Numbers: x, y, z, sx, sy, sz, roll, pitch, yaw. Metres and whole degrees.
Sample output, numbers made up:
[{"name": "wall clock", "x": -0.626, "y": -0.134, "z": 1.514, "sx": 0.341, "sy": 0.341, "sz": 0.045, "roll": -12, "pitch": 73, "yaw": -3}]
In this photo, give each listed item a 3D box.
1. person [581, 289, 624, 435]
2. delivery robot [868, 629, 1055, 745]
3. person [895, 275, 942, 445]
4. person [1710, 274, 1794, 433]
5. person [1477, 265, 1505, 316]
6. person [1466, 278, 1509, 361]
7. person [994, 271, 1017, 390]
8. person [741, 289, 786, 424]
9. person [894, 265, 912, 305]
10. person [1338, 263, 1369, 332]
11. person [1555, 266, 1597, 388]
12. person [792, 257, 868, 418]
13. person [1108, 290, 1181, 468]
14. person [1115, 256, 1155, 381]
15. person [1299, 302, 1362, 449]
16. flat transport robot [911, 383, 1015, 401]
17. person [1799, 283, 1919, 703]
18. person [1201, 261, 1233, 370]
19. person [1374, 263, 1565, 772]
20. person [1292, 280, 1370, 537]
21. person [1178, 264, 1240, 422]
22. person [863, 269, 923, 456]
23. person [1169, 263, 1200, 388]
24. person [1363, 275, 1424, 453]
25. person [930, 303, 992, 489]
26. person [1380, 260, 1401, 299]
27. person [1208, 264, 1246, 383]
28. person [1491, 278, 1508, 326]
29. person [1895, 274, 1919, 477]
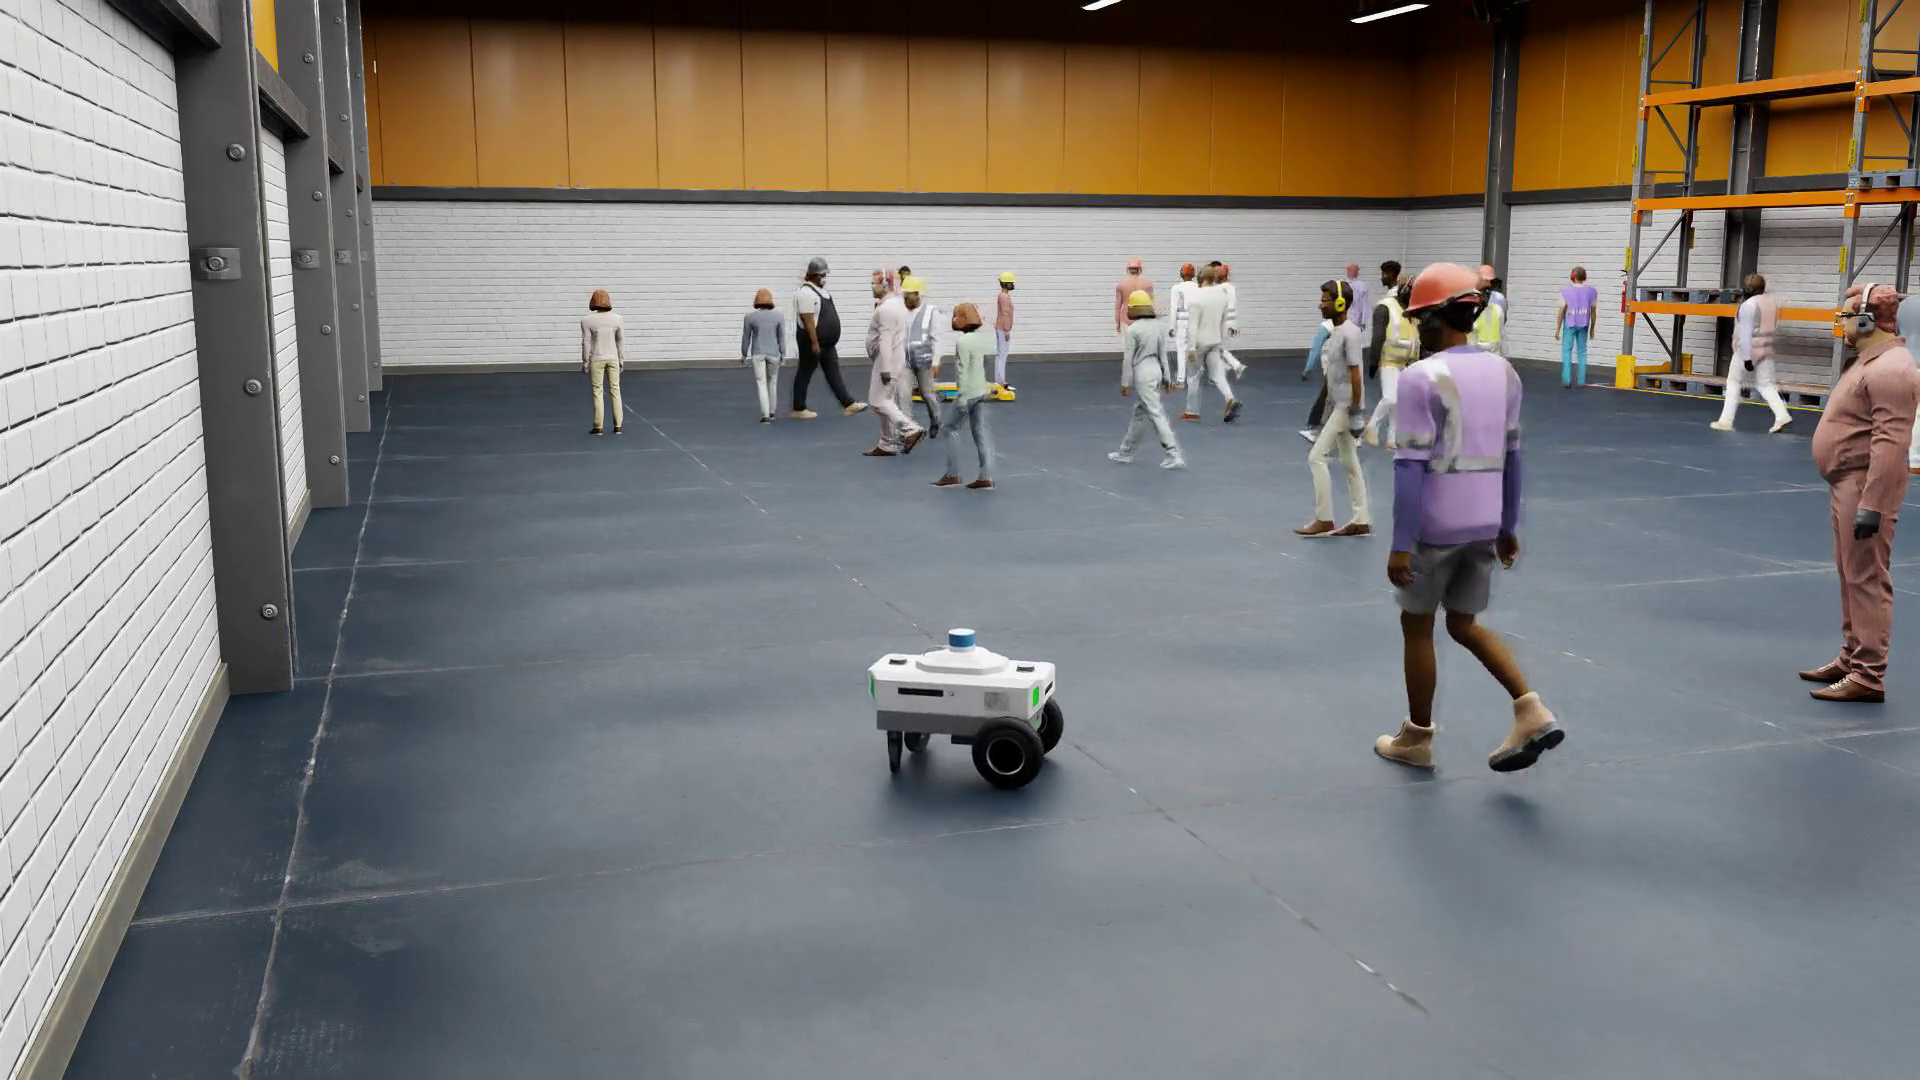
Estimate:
[{"name": "person", "x": -4.017, "y": -1.997, "z": 18.723, "sx": 0.500, "sy": 1.633, "sz": 0.282, "roll": -6, "pitch": 12, "yaw": -32}, {"name": "delivery robot", "x": 0.003, "y": 0.595, "z": 6.566, "sx": 0.707, "sy": 0.478, "sz": 0.477, "roll": 2, "pitch": 10, "yaw": 13}, {"name": "person", "x": -0.449, "y": -1.943, "z": 17.906, "sx": 0.588, "sy": 1.809, "sz": 0.796, "roll": 3, "pitch": 10, "yaw": 18}, {"name": "person", "x": 9.093, "y": -2.120, "z": 18.953, "sx": 0.621, "sy": 1.811, "sz": 0.877, "roll": -5, "pitch": 11, "yaw": -28}, {"name": "person", "x": 6.798, "y": -2.630, "z": 21.682, "sx": 0.567, "sy": 1.887, "sz": 1.009, "roll": 1, "pitch": 10, "yaw": 8}, {"name": "person", "x": 5.367, "y": -1.842, "z": 17.381, "sx": 0.609, "sy": 1.800, "sz": 0.962, "roll": -4, "pitch": 11, "yaw": -23}, {"name": "person", "x": 0.683, "y": -3.119, "z": 24.835, "sx": 0.331, "sy": 1.768, "sz": 0.526, "roll": -1, "pitch": 10, "yaw": -5}, {"name": "person", "x": -2.377, "y": -2.217, "z": 20.074, "sx": 0.519, "sy": 1.596, "sz": 0.798, "roll": -3, "pitch": 10, "yaw": -16}, {"name": "person", "x": -0.892, "y": -3.472, "z": 26.676, "sx": 0.523, "sy": 1.839, "sz": 0.713, "roll": -6, "pitch": 12, "yaw": -32}, {"name": "person", "x": 6.590, "y": -3.752, "z": 28.207, "sx": 0.645, "sy": 1.874, "sz": 0.912, "roll": 2, "pitch": 10, "yaw": 12}, {"name": "person", "x": 9.308, "y": -3.203, "z": 25.100, "sx": 0.570, "sy": 1.841, "sz": 0.376, "roll": 0, "pitch": 10, "yaw": 1}, {"name": "person", "x": -1.641, "y": -2.488, "z": 20.390, "sx": 0.989, "sy": 2.000, "sz": 0.693, "roll": 3, "pitch": 10, "yaw": 16}, {"name": "person", "x": 1.795, "y": -1.546, "z": 15.946, "sx": 0.492, "sy": 1.686, "sz": 0.957, "roll": -9, "pitch": 14, "yaw": -43}, {"name": "person", "x": 2.774, "y": -3.510, "z": 26.458, "sx": 0.636, "sy": 1.983, "sz": 0.478, "roll": 2, "pitch": 10, "yaw": 11}, {"name": "person", "x": 3.886, "y": -1.756, "z": 17.418, "sx": 0.534, "sy": 1.582, "sz": 0.882, "roll": -9, "pitch": 13, "yaw": -41}, {"name": "flat transport robot", "x": 0.014, "y": -2.062, "z": 23.038, "sx": 1.431, "sy": 0.197, "sz": 0.652, "roll": -1, "pitch": 10, "yaw": -6}, {"name": "person", "x": 4.105, "y": -0.213, "z": 7.611, "sx": 0.401, "sy": 1.904, "sz": 0.650, "roll": 4, "pitch": 10, "yaw": 21}, {"name": "person", "x": 4.456, "y": -3.864, "z": 28.779, "sx": 0.826, "sy": 1.892, "sz": 0.618, "roll": 4, "pitch": 11, "yaw": 23}, {"name": "person", "x": 1.958, "y": -0.055, "z": 6.403, "sx": 0.664, "sy": 2.012, "sz": 0.723, "roll": -6, "pitch": 11, "yaw": -31}, {"name": "person", "x": 2.661, "y": -0.929, "z": 11.937, "sx": 0.712, "sy": 1.847, "sz": 0.525, "roll": 2, "pitch": 10, "yaw": 10}, {"name": "person", "x": 2.993, "y": -2.348, "z": 19.963, "sx": 0.638, "sy": 1.913, "sz": 0.863, "roll": -6, "pitch": 12, "yaw": -33}, {"name": "person", "x": -0.691, "y": -1.754, "z": 16.595, "sx": 0.523, "sy": 1.892, "sz": 0.644, "roll": 1, "pitch": 10, "yaw": 6}, {"name": "person", "x": 3.448, "y": -3.246, "z": 25.226, "sx": 0.585, "sy": 1.882, "sz": 0.337, "roll": -3, "pitch": 10, "yaw": -17}, {"name": "person", "x": 4.479, "y": -1.796, "z": 17.035, "sx": 0.651, "sy": 1.816, "sz": 0.465, "roll": -5, "pitch": 11, "yaw": -26}, {"name": "person", "x": 0.003, "y": -1.235, "z": 14.373, "sx": 0.645, "sy": 1.610, "sz": 0.524, "roll": 4, "pitch": 11, "yaw": 24}, {"name": "person", "x": 5.545, "y": -2.598, "z": 21.305, "sx": 0.404, "sy": 1.952, "sz": 0.618, "roll": 2, "pitch": 10, "yaw": 12}, {"name": "person", "x": 4.142, "y": -3.324, "z": 25.736, "sx": 0.611, "sy": 1.864, "sz": 0.594, "roll": 8, "pitch": 12, "yaw": 38}, {"name": "person", "x": 7.916, "y": -3.028, "z": 24.584, "sx": 0.556, "sy": 1.657, "sz": 0.818, "roll": -3, "pitch": 10, "yaw": -15}, {"name": "person", "x": 8.780, "y": -1.543, "z": 15.215, "sx": 0.358, "sy": 1.936, "sz": 0.635, "roll": -2, "pitch": 10, "yaw": -12}]
